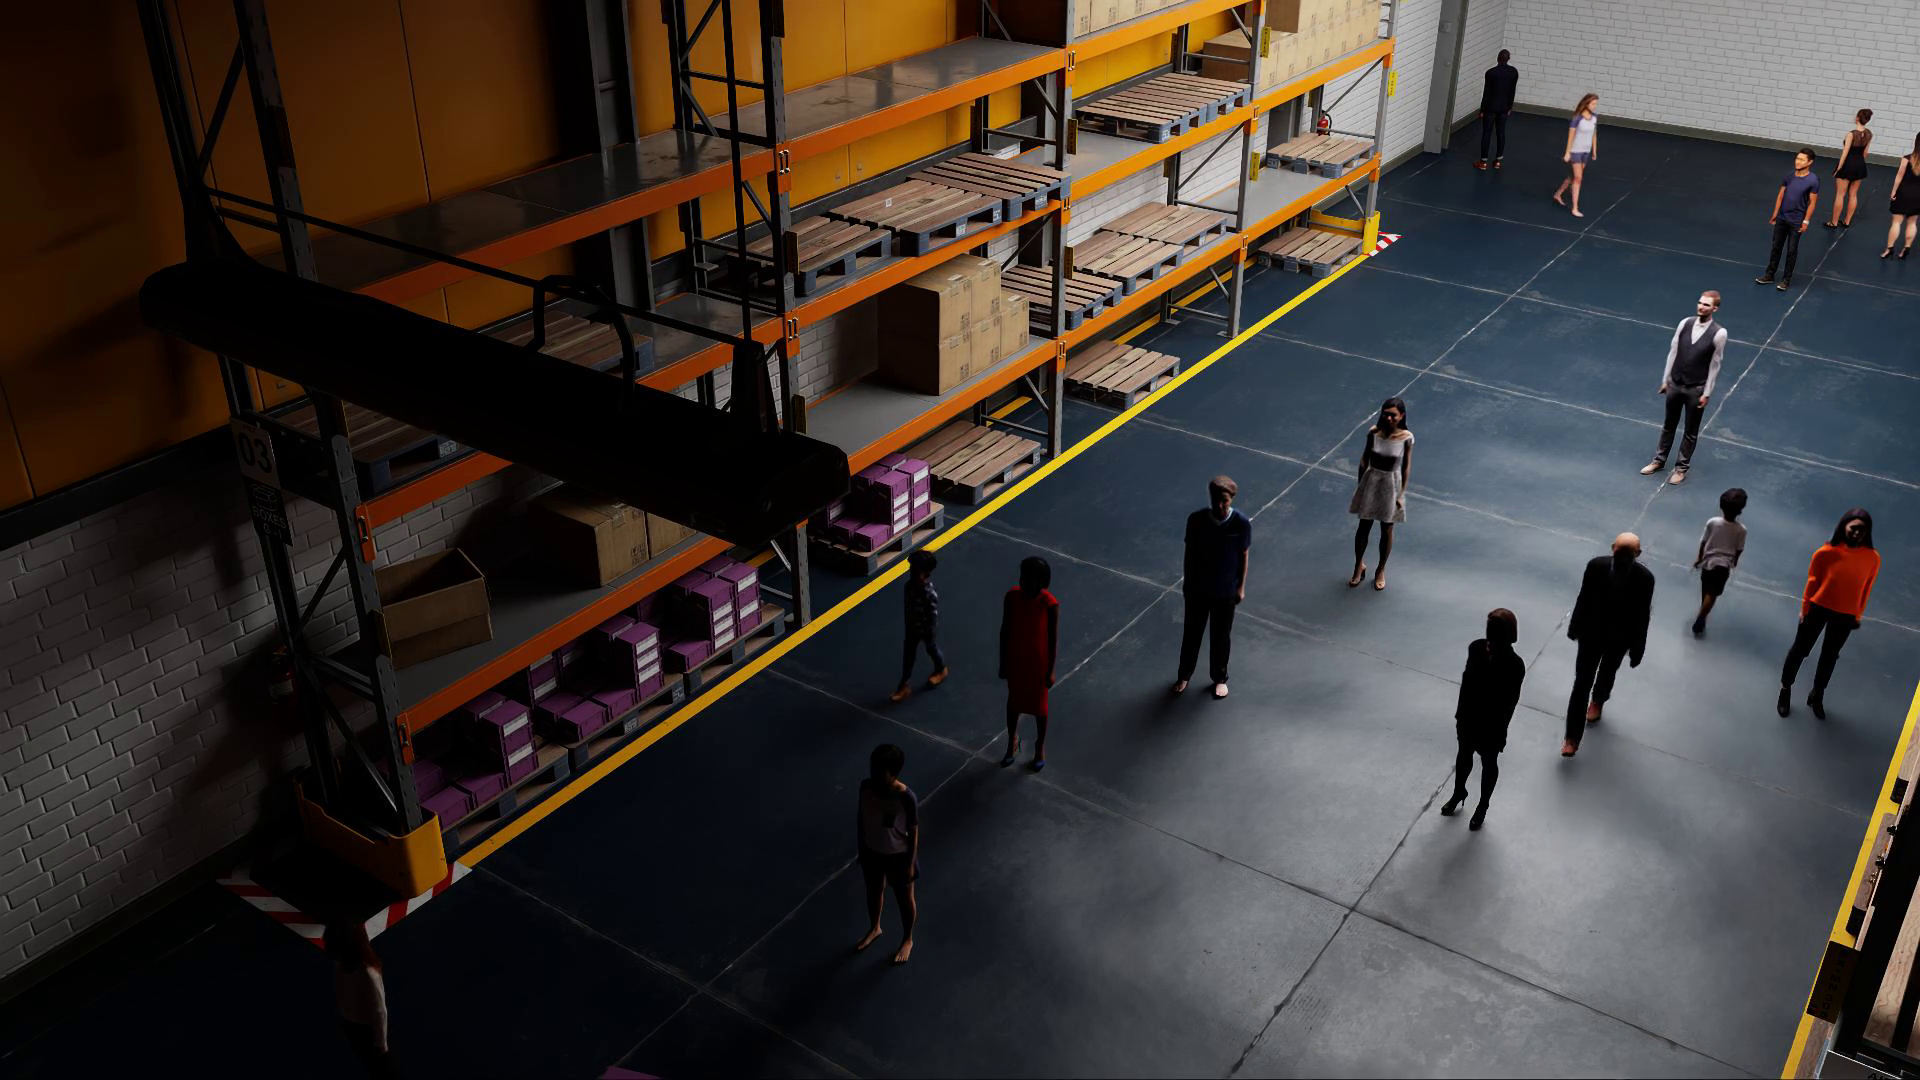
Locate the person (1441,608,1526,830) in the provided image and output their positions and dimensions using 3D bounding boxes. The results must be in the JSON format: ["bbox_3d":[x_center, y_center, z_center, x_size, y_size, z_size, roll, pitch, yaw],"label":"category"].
[{"bbox_3d":[3.599,1.206,11.405,0.585,1.707,0.635,-21,35,-34],"label":"person"}]

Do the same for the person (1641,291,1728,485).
[{"bbox_3d":[7.079,-1.508,16.139,0.662,1.937,0.716,-21,35,-34],"label":"person"}]

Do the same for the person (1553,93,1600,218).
[{"bbox_3d":[8.809,-5.556,23.807,1.005,1.701,0.971,-13,31,-22],"label":"person"}]

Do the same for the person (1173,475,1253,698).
[{"bbox_3d":[1.942,0.344,12.812,0.732,1.871,0.696,5,29,10],"label":"person"}]

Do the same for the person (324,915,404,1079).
[{"bbox_3d":[-3.226,2.619,9.045,0.545,1.486,0.499,21,35,34],"label":"person"}]

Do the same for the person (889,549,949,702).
[{"bbox_3d":[-0.259,0.640,12.945,0.538,1.224,0.840,22,36,35],"label":"person"}]

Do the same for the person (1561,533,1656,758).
[{"bbox_3d":[4.798,0.686,12.319,0.819,1.744,1.224,15,32,26],"label":"person"}]

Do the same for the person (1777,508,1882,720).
[{"bbox_3d":[6.577,0.543,12.576,0.693,1.749,0.677,7,29,12],"label":"person"}]

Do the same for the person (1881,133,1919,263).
[{"bbox_3d":[12.522,-4.522,21.898,0.749,1.712,0.767,3,29,5],"label":"person"}]

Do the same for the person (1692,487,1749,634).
[{"bbox_3d":[6.264,0.200,13.756,0.504,1.220,0.894,19,34,31],"label":"person"}]

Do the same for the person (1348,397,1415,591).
[{"bbox_3d":[3.615,-0.401,14.279,0.713,1.775,0.716,10,30,18],"label":"person"}]

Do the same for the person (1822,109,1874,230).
[{"bbox_3d":[12.388,-5.167,23.123,0.678,1.673,0.741,-5,29,-10],"label":"person"}]

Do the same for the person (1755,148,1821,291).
[{"bbox_3d":[10.496,-4.063,20.973,0.651,1.792,0.711,-18,33,-30],"label":"person"}]

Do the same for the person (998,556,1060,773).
[{"bbox_3d":[0.498,0.879,11.961,0.623,1.746,0.590,9,30,16],"label":"person"}]

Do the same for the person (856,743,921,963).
[{"bbox_3d":[-0.444,1.906,10.269,0.584,1.565,0.553,14,32,24],"label":"person"}]

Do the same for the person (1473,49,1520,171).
[{"bbox_3d":[8.298,-6.664,25.716,0.780,1.818,0.836,-4,29,-8],"label":"person"}]
